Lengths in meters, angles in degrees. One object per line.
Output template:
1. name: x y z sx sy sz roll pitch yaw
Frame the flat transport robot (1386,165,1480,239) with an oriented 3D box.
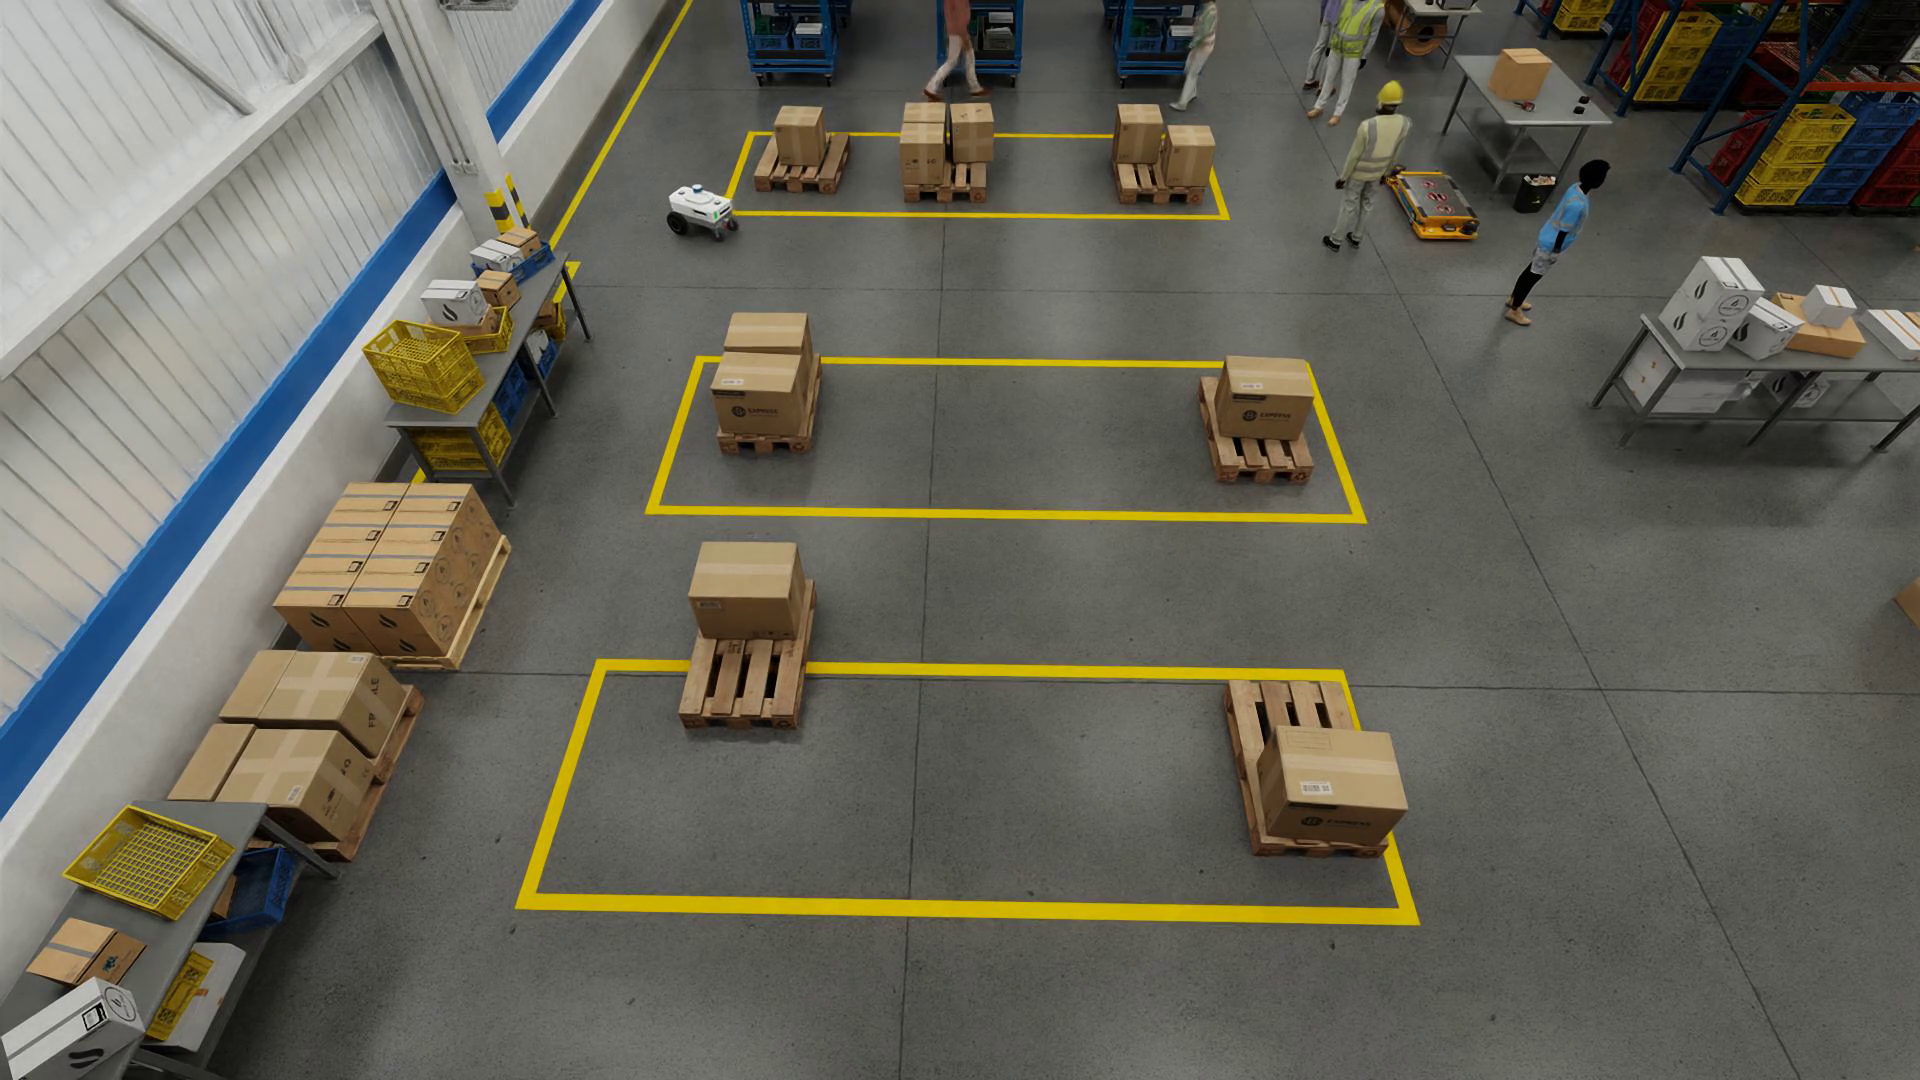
1. flat transport robot: 5.692 -4.094 11.059 0.652 0.197 1.431 1 49 1

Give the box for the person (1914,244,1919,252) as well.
1. person: 11.189 -3.896 9.829 0.355 1.884 0.573 -9 50 -7

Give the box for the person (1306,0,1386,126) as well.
1. person: 5.101 -6.449 12.068 0.430 1.841 0.624 -34 57 -26

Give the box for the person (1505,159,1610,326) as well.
1. person: 5.937 -2.971 9.148 0.321 1.697 0.529 20 52 17

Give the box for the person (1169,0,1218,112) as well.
1. person: 3.191 -6.648 12.393 0.463 1.607 0.534 -7 49 -6

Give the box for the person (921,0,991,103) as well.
1. person: -0.075 -6.931 12.418 0.971 1.954 0.633 -4 49 -3

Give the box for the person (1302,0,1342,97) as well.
1. person: 5.196 -7.169 12.625 0.358 1.938 0.636 -23 53 -18

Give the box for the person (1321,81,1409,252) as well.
1. person: 4.420 -4.029 9.987 0.612 1.828 0.404 -12 50 -10

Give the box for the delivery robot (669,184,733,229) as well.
1. delivery robot: -2.994 -3.867 10.612 0.707 0.478 0.477 21 53 18
